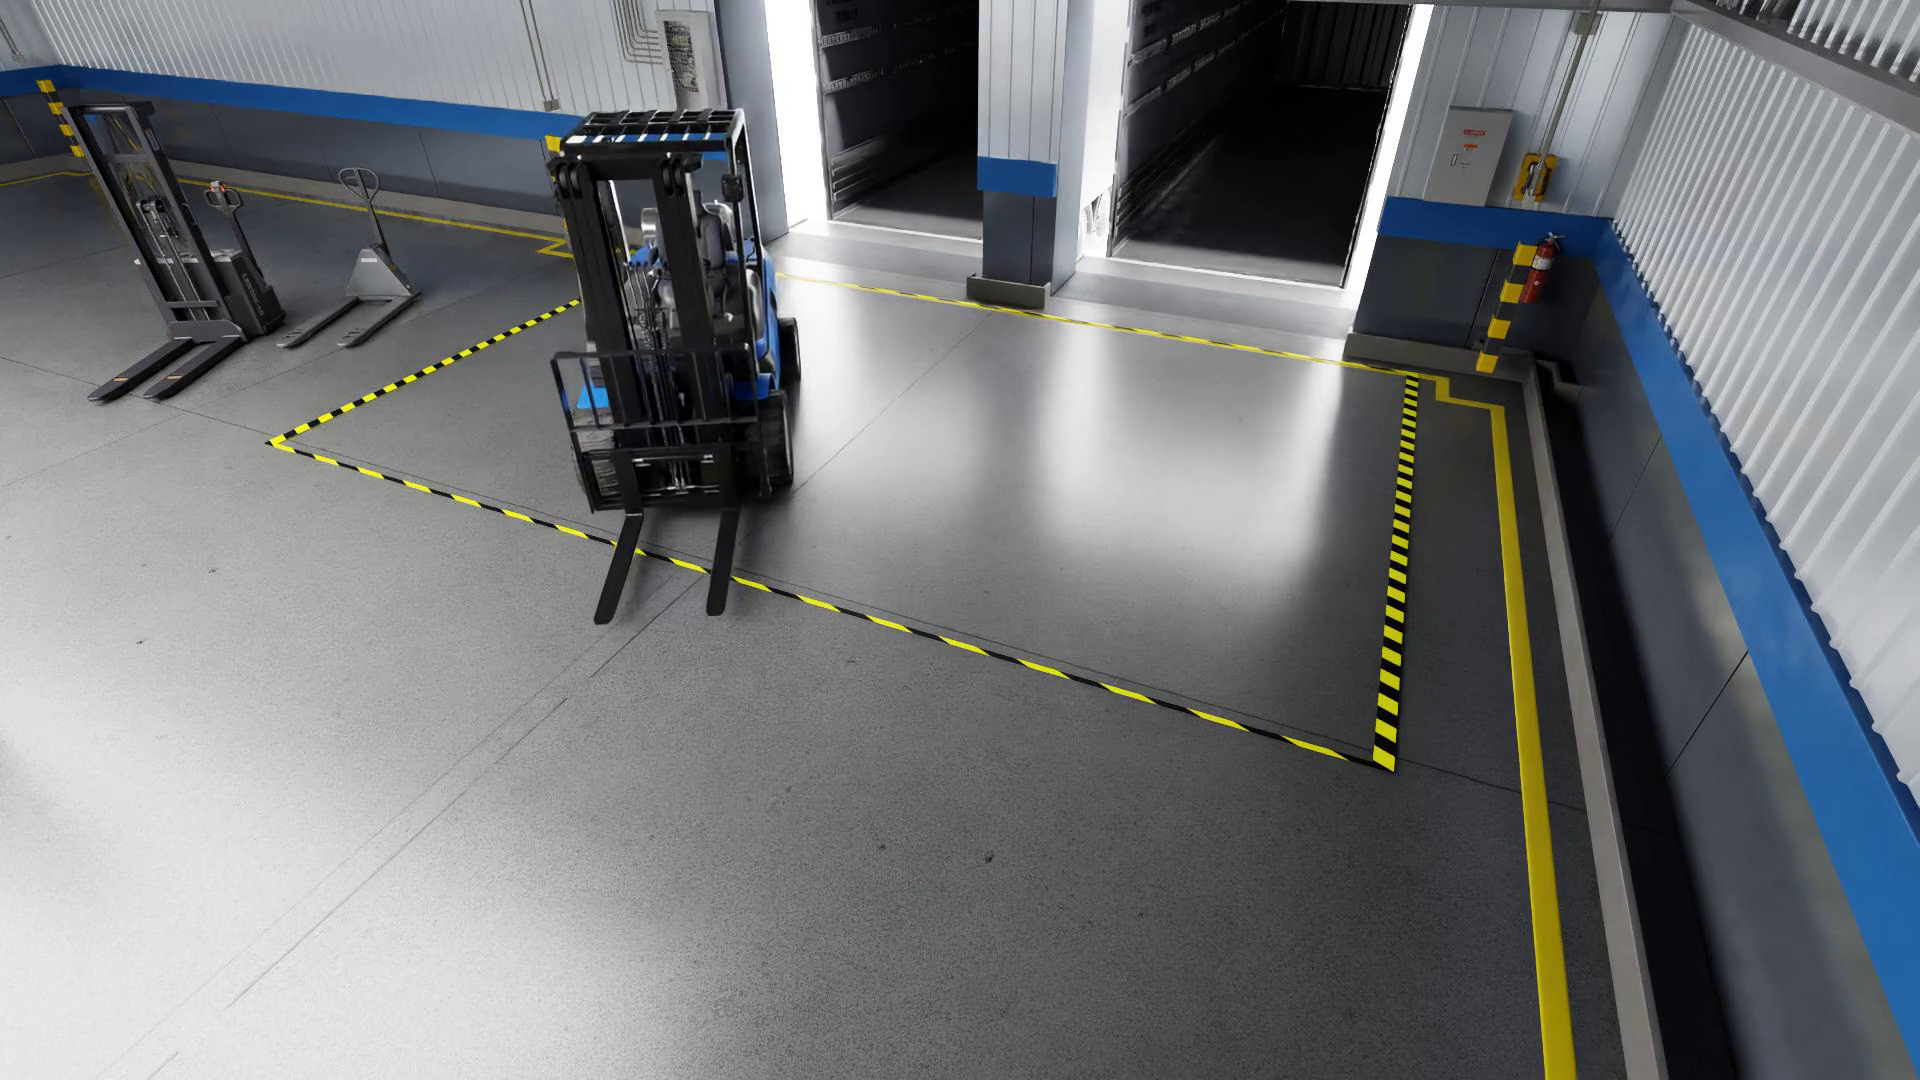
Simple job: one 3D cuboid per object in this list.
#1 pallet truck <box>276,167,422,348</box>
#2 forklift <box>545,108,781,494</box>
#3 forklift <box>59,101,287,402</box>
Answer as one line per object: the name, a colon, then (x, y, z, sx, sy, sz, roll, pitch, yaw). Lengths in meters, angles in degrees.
pallet truck: (-5.732, -2.611, 8.414, 0.680, 1.201, 1.601, -1, 35, -1)
forklift: (-1.897, -1.770, 6.241, 1.157, 2.036, 2.680, -4, 35, -6)
forklift: (-6.686, -2.387, 7.434, 0.823, 1.965, 1.885, -3, 35, -5)
